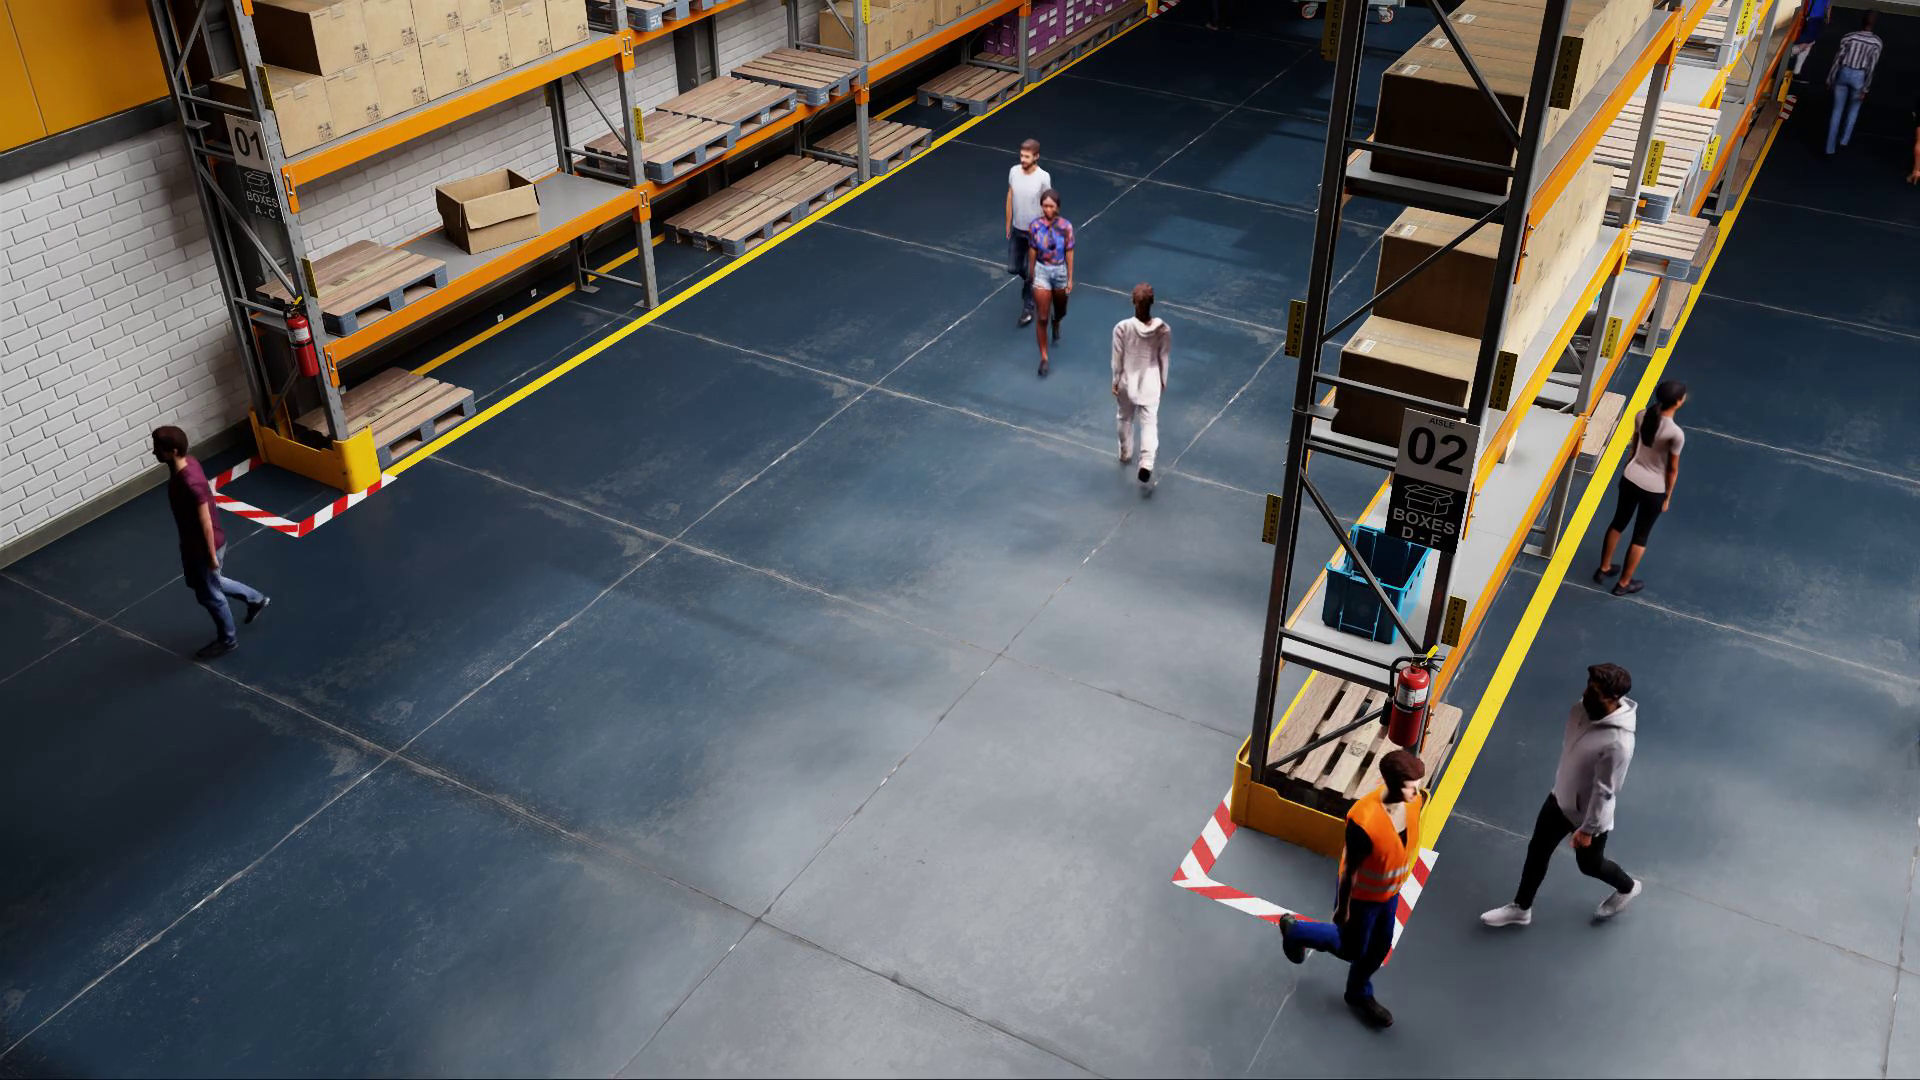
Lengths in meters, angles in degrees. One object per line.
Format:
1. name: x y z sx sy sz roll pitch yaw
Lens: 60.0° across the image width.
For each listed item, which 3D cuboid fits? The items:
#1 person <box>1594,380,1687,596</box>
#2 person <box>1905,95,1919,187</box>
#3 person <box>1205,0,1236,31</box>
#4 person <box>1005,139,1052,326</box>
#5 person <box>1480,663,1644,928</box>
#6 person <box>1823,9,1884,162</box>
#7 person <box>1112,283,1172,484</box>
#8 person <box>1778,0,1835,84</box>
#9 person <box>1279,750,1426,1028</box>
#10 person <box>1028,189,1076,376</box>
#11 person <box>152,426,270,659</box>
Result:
1. person: 5.082 -0.400 12.391 0.701 1.743 0.680 -17 37 -24
2. person: 11.261 -4.871 19.220 0.664 1.628 0.709 3 34 5
3. person: 3.881 -8.442 24.423 0.771 1.815 0.831 -8 35 -12
4. person: 0.709 -3.053 16.283 0.648 1.852 0.867 16 37 23
5. person: 3.616 1.493 9.403 1.247 1.897 1.187 -9 35 -13
6. person: 10.635 -5.411 19.898 0.650 1.777 0.822 16 37 22
7. person: 1.484 -1.274 13.771 0.922 1.669 1.104 1 34 2
8. person: 11.348 -7.063 22.344 0.827 1.820 0.907 -15 37 -22
9. person: 2.141 1.808 8.961 1.025 1.862 0.937 -24 40 -31
10. person: 0.865 -2.460 15.512 0.911 1.718 1.153 1 34 2
11. person: -5.275 -0.024 11.734 0.954 1.843 0.863 -19 38 -26
